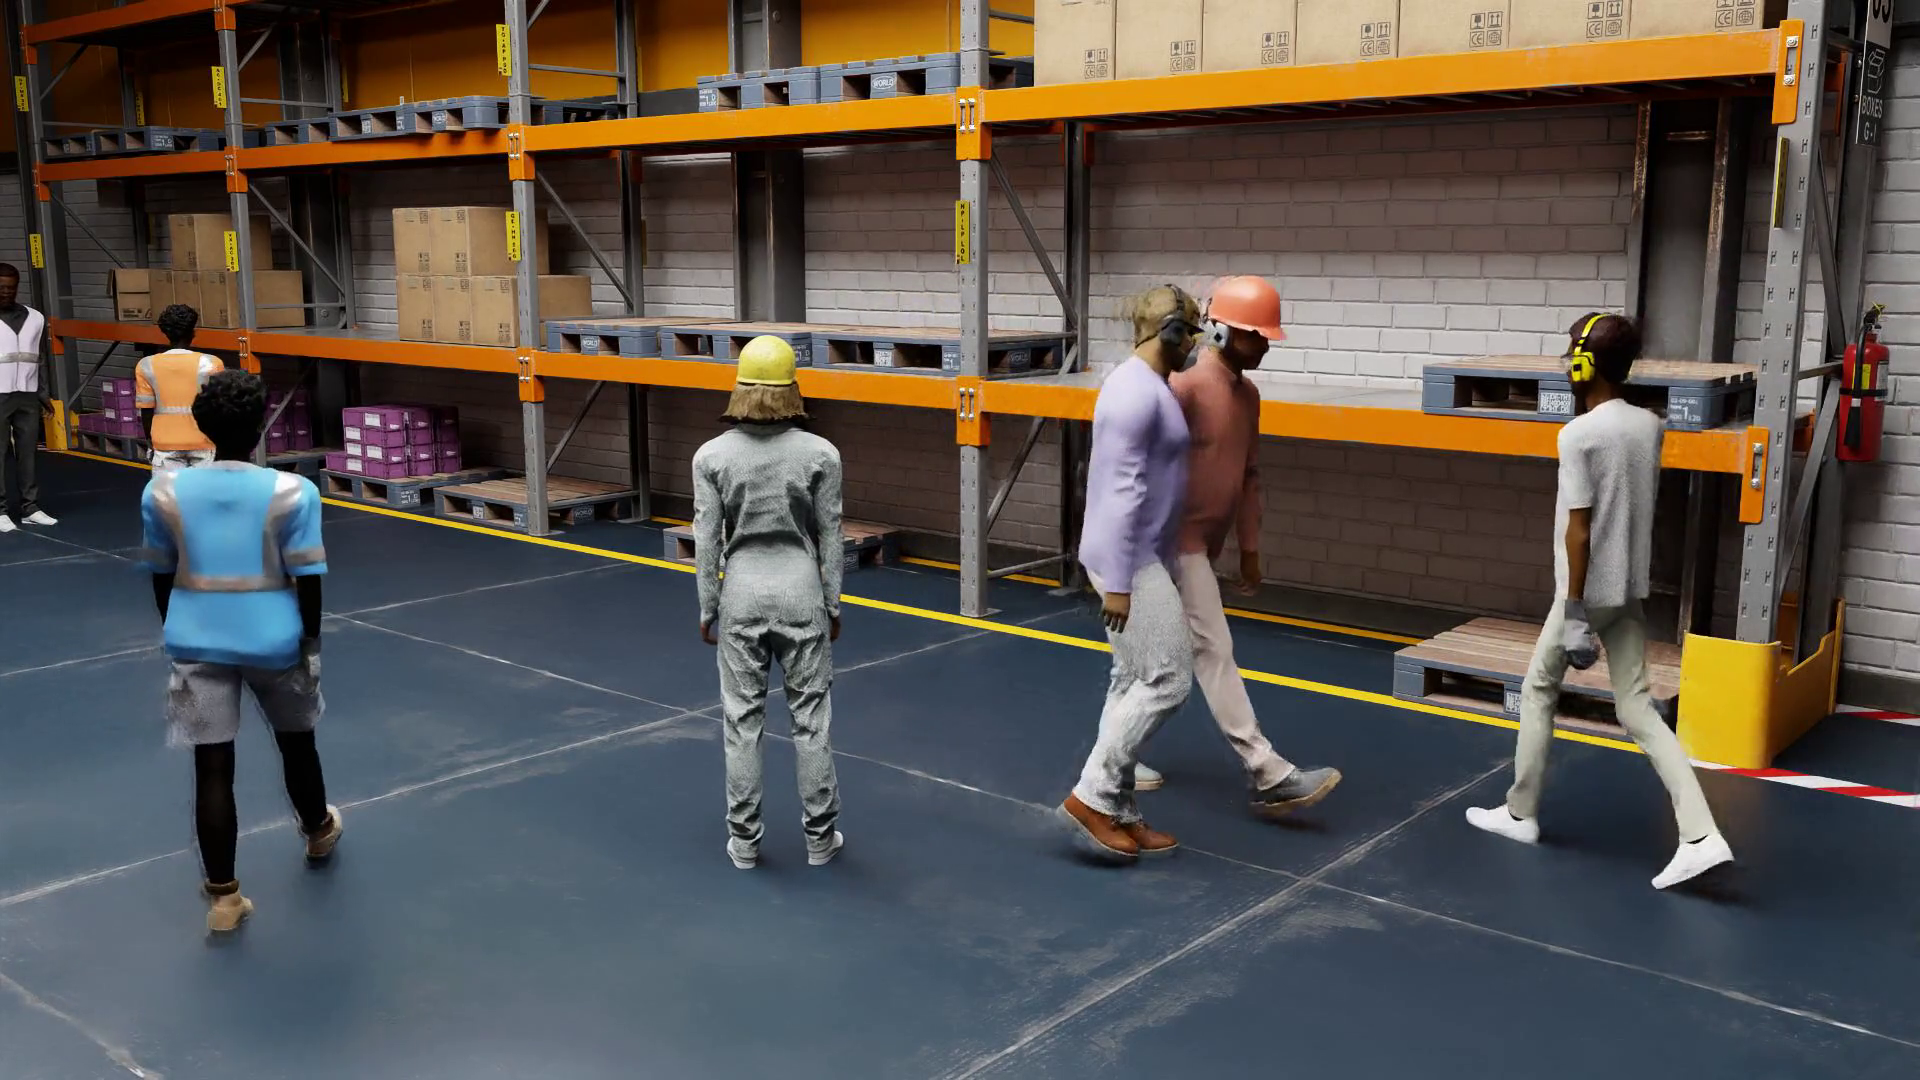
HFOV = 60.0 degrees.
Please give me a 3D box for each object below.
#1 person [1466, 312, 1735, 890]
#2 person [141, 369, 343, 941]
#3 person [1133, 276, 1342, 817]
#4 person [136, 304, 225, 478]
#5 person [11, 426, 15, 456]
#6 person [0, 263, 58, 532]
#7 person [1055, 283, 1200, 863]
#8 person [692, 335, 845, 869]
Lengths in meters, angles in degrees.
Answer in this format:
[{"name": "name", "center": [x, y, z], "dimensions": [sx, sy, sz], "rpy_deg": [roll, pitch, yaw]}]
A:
[{"name": "person", "center": [2.114, 0.185, 5.358], "dimensions": [0.496, 1.830, 0.947], "rpy_deg": [-6, 11, -29]}, {"name": "person", "center": [-2.190, 0.309, 5.114], "dimensions": [0.542, 1.654, 0.859], "rpy_deg": [-2, 10, -12]}, {"name": "person", "center": [0.915, 0.031, 5.950], "dimensions": [1.072, 1.909, 0.663], "rpy_deg": [7, 12, 34]}, {"name": "person", "center": [-4.618, -0.560, 9.958], "dimensions": [0.532, 1.693, 0.319], "rpy_deg": [-2, 10, -9]}, {"name": "person", "center": [-9.109, -1.556, 15.812], "dimensions": [0.289, 1.630, 0.497], "rpy_deg": [9, 13, 40]}, {"name": "person", "center": [-6.859, -1.031, 12.018], "dimensions": [0.393, 1.913, 0.590], "rpy_deg": [5, 11, 27]}, {"name": "person", "center": [0.602, 0.107, 5.559], "dimensions": [0.410, 1.909, 0.685], "rpy_deg": [2, 10, 11]}, {"name": "person", "center": [-0.616, 0.209, 5.437], "dimensions": [0.485, 1.744, 0.309], "rpy_deg": [0, 10, -2]}]
